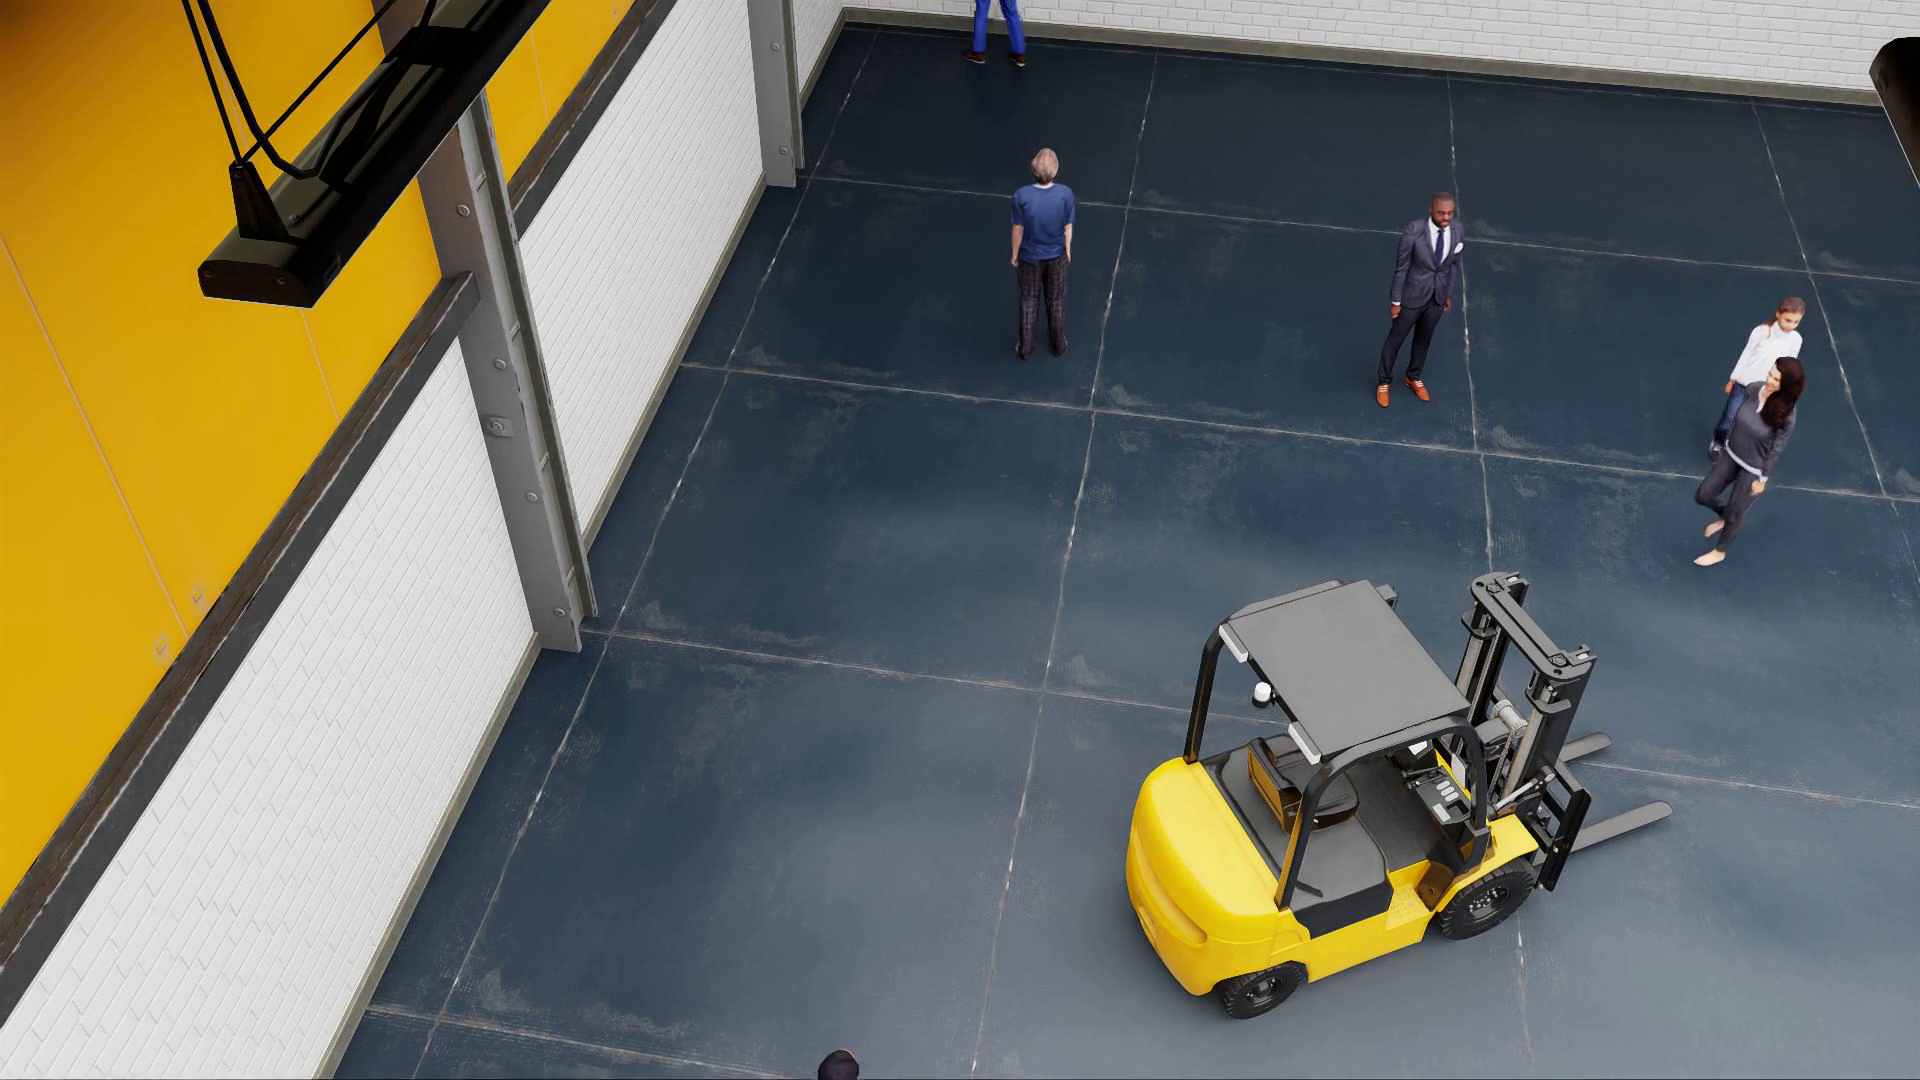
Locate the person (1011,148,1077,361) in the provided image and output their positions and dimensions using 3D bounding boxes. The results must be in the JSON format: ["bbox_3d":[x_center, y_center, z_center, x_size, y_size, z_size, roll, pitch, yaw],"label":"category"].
[{"bbox_3d":[0.654,-2.246,13.131,0.709,1.869,0.630,-2,44,-2],"label":"person"}]

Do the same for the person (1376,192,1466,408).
[{"bbox_3d":[3.537,-1.873,12.772,0.774,1.824,0.747,-8,44,-9],"label":"person"}]

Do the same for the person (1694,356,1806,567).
[{"bbox_3d":[5.475,-0.555,11.437,0.845,1.758,0.785,-20,47,-19],"label":"person"}]

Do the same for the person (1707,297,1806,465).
[{"bbox_3d":[5.868,-1.193,12.262,0.553,1.544,0.590,11,45,11],"label":"person"}]

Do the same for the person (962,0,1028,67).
[{"bbox_3d":[0.407,-5.666,16.744,1.079,1.837,1.019,31,52,29],"label":"person"}]
